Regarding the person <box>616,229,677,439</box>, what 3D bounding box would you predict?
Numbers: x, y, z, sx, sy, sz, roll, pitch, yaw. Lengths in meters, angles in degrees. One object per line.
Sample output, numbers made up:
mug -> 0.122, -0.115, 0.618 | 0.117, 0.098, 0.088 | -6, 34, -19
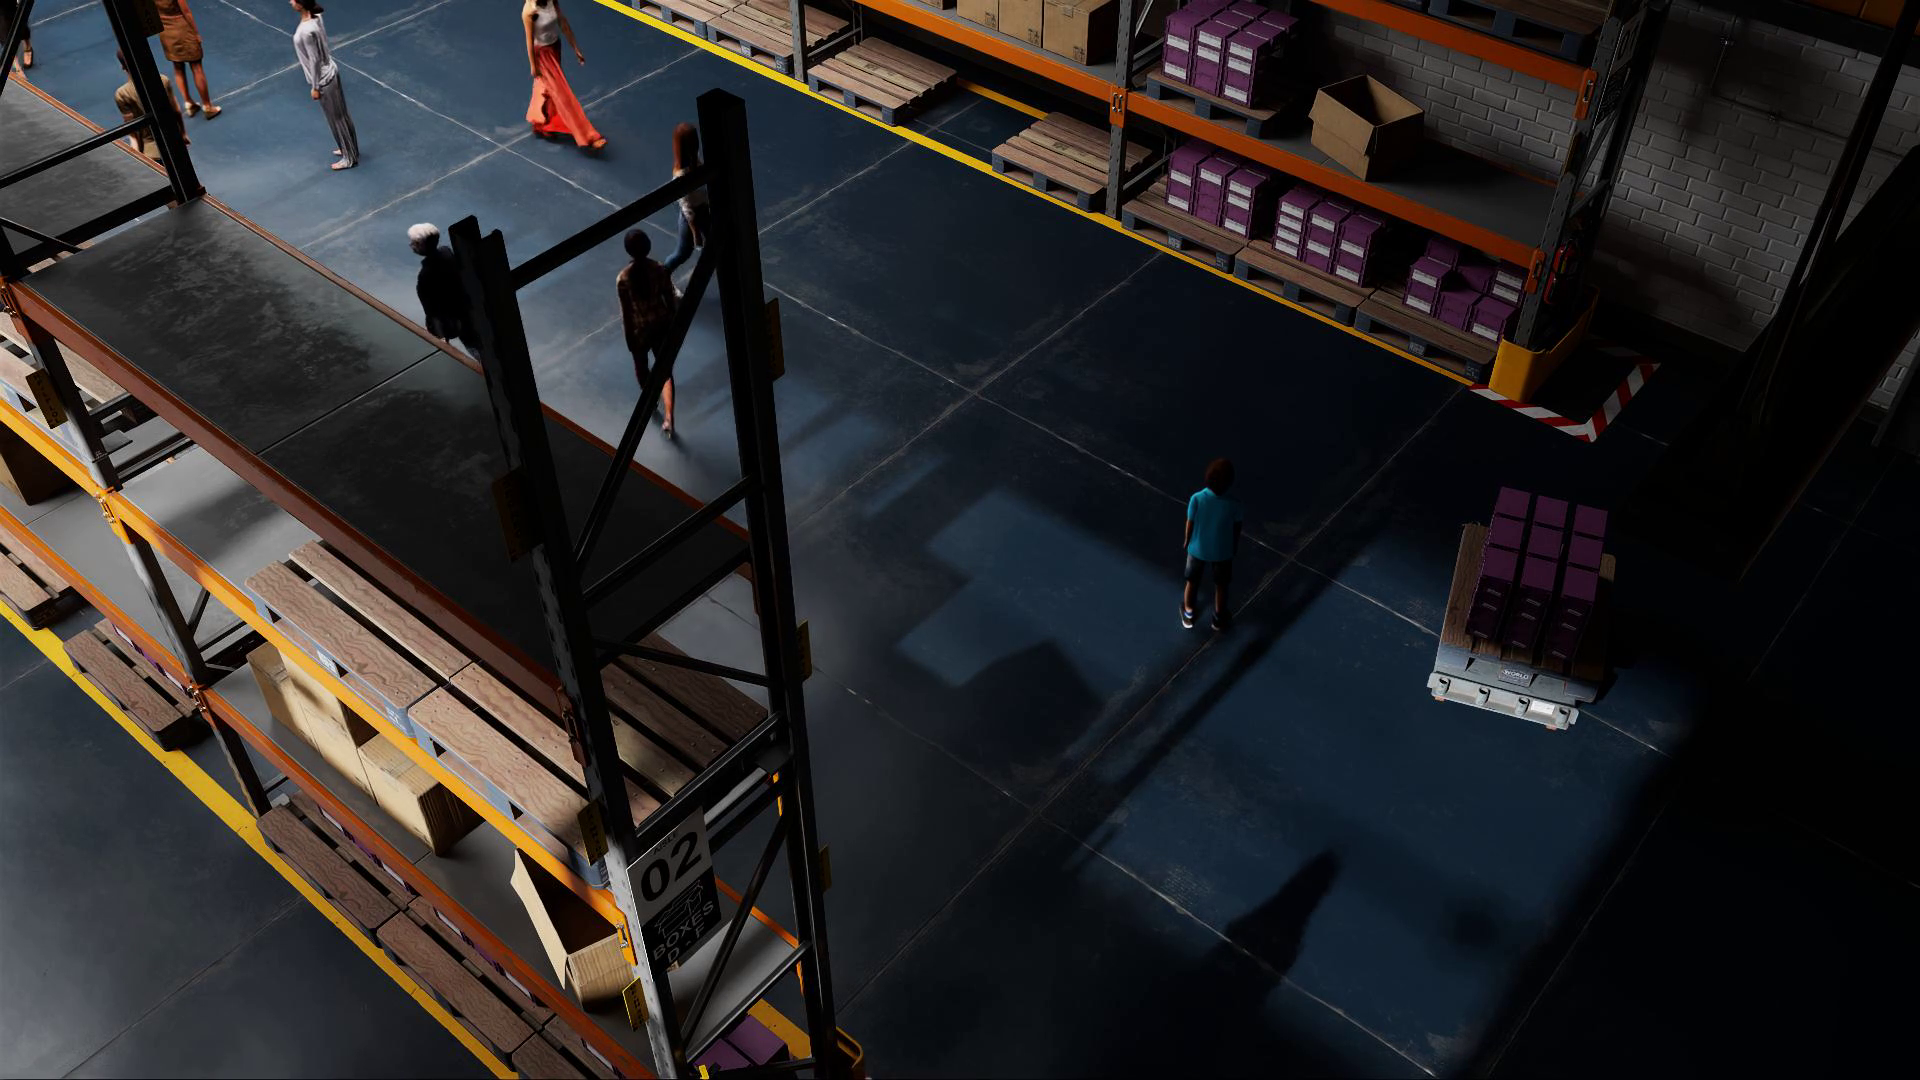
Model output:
person -> -2.305, -1.499, 12.555 | 0.784, 1.770, 0.891 | -16, 46, -16

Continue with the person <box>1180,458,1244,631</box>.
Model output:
person -> 1.689, 0.034, 11.179 | 0.564, 1.448, 0.659 | 6, 44, 7

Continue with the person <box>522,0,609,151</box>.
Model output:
person -> -3.974, -4.565, 15.789 | 1.315, 1.747, 0.863 | 18, 46, 18

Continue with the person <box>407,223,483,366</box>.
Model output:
person -> -3.873, -1.626, 12.781 | 1.212, 1.735, 0.943 | 20, 47, 20

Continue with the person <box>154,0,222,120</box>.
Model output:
person -> -7.623, -4.927, 16.215 | 0.584, 1.686, 0.694 | 10, 44, 10

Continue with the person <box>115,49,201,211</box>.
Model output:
person -> -6.976, -3.459, 14.553 | 0.538, 1.852, 0.648 | 30, 51, 28

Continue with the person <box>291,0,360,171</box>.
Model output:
person -> -5.922, -4.319, 15.512 | 0.733, 1.774, 0.668 | -5, 44, -5
